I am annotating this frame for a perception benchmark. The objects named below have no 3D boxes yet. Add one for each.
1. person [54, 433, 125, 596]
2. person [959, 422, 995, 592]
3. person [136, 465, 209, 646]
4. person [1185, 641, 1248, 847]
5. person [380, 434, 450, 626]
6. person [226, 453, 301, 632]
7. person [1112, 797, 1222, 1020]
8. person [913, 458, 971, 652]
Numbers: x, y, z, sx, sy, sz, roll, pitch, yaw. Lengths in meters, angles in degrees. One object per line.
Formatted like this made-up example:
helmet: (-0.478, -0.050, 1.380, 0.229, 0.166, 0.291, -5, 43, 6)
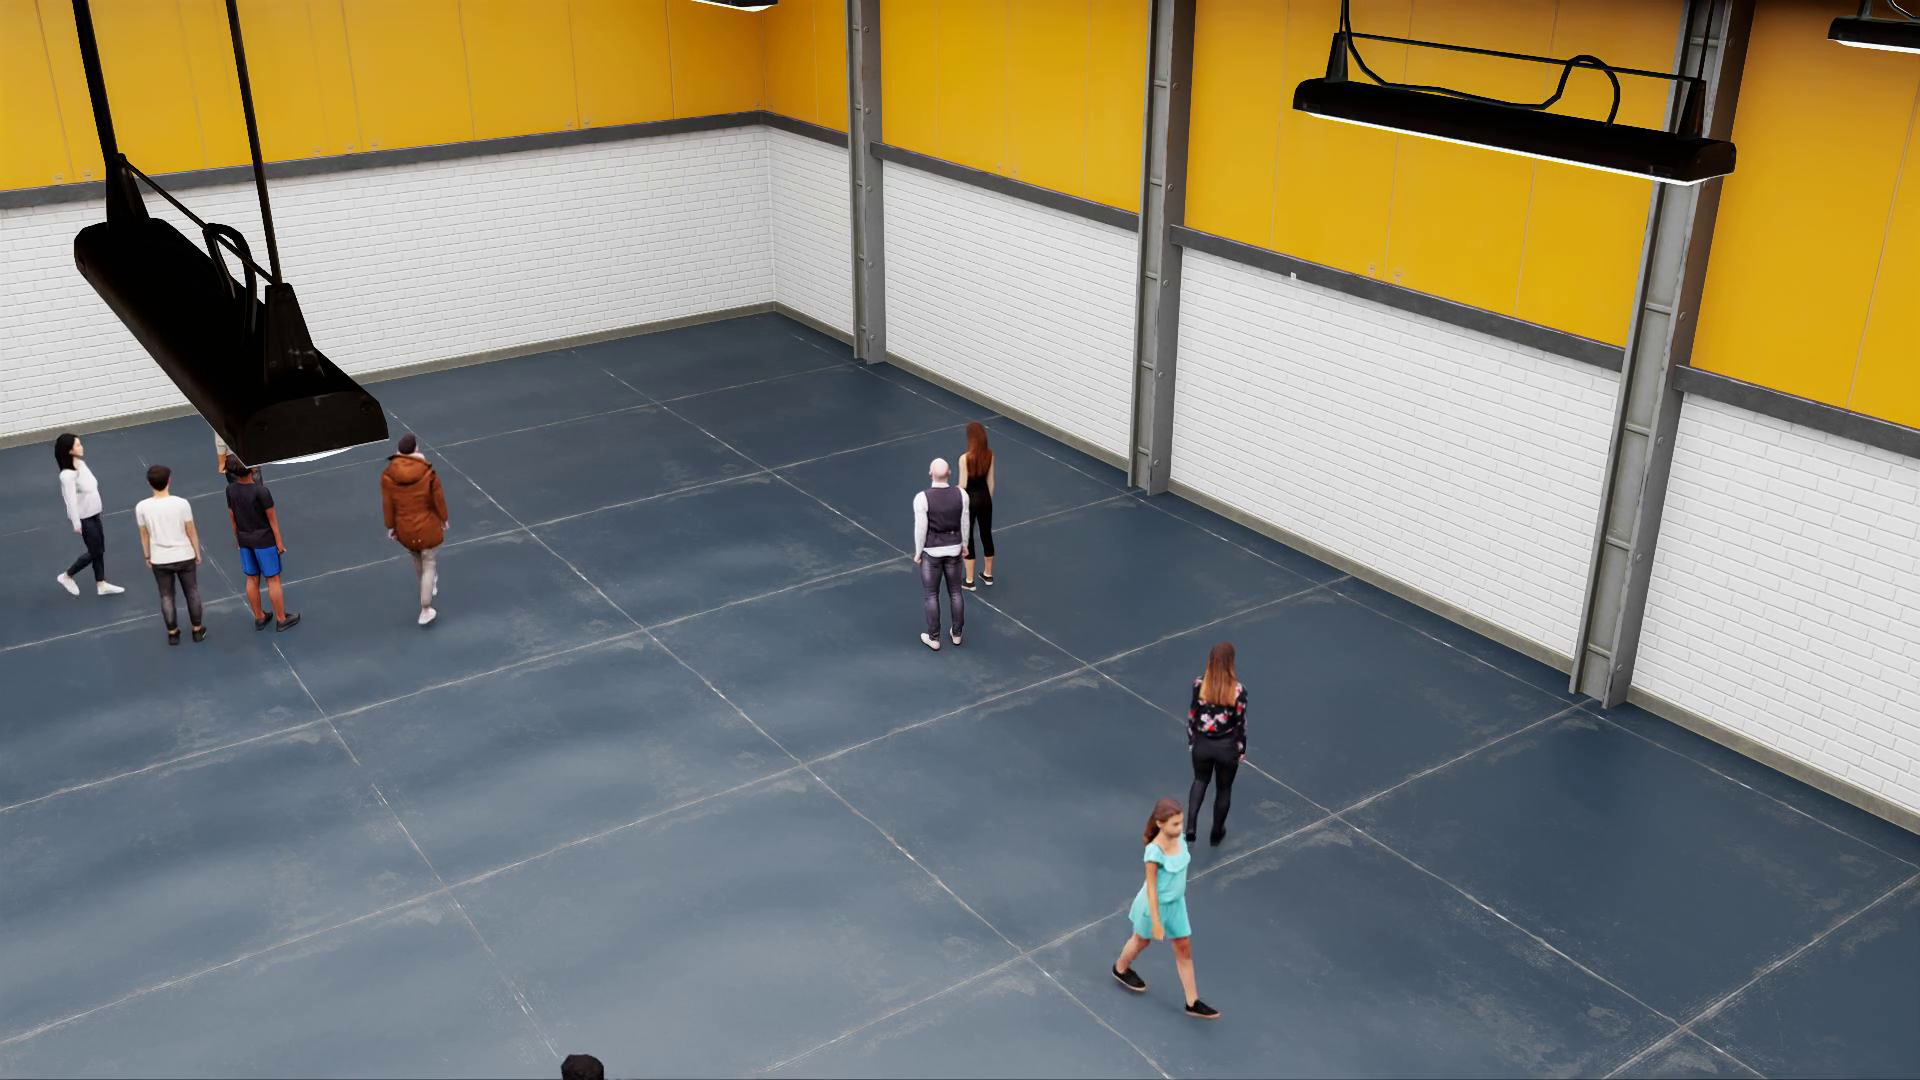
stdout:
person: (-8.573, -0.221, 16.123, 0.831, 1.692, 0.819, -5, 24, -12)
person: (0.158, -0.342, 16.362, 0.560, 1.723, 0.502, -15, 28, -30)
person: (-7.246, 0.142, 15.265, 0.676, 1.713, 0.626, -9, 25, -19)
person: (1.847, 1.538, 12.125, 0.798, 1.672, 0.820, 11, 26, 24)
person: (-5.108, -0.058, 15.634, 1.089, 1.785, 1.240, -1, 24, -1)
person: (-6.556, -0.005, 15.501, 0.702, 1.794, 0.758, 4, 24, 8)
person: (1.214, 2.296, 10.580, 1.085, 1.518, 0.695, 21, 31, 40)
person: (-0.177, 0.121, 15.178, 0.742, 1.822, 0.662, -9, 25, -20)
